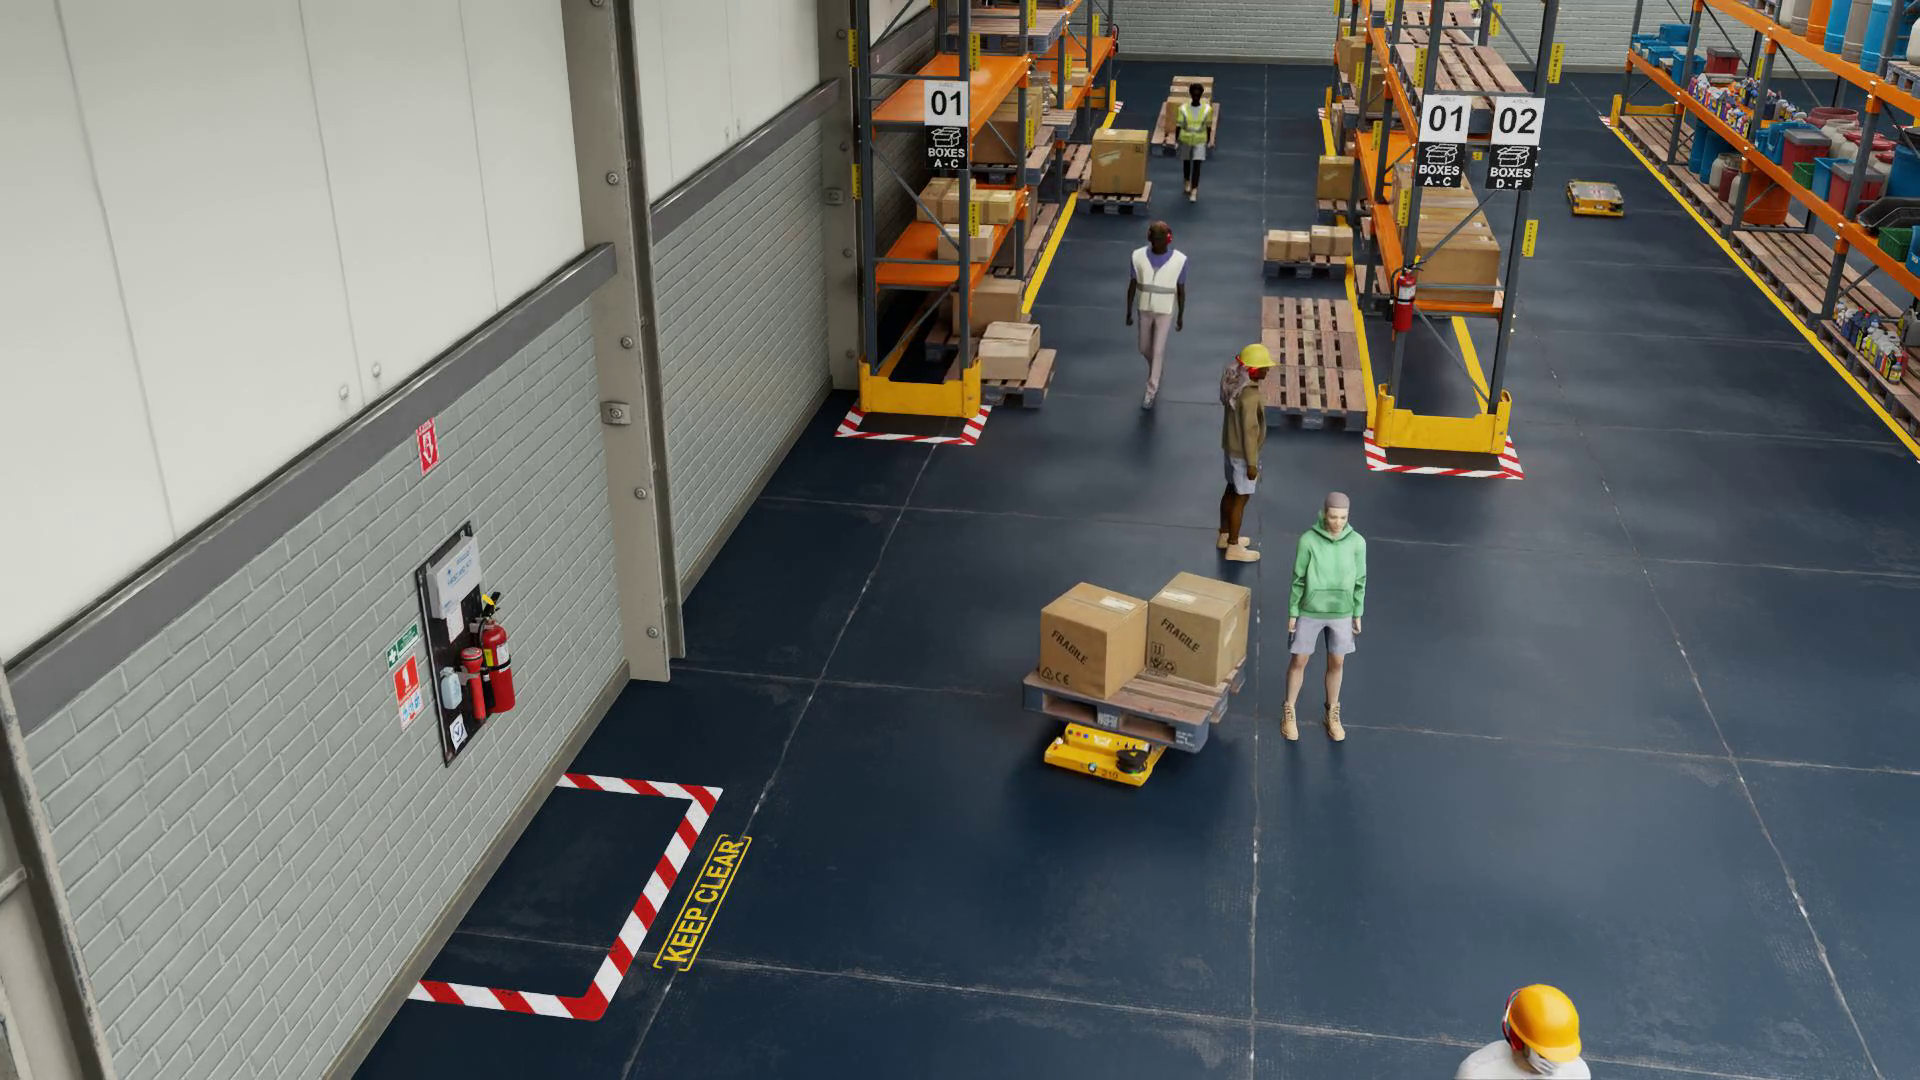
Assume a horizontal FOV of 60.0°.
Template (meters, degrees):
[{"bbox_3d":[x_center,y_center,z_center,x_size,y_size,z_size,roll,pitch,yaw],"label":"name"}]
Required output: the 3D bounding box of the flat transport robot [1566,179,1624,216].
[{"bbox_3d":[9.096,-4.900,23.845,0.659,0.231,1.431,6,26,13],"label":"flat transport robot"}]

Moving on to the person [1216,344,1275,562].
[{"bbox_3d":[2.213,-0.696,13.082,0.410,1.760,0.555,-3,25,-6],"label":"person"}]

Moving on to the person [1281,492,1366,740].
[{"bbox_3d":[2.322,0.482,10.599,0.471,1.735,0.326,1,25,2],"label":"person"}]

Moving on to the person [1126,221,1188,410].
[{"bbox_3d":[1.934,-2.260,16.362,0.574,1.818,0.798,10,27,21],"label":"person"}]

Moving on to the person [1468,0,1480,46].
[{"bbox_3d":[9.744,-9.397,31.793,0.828,1.756,0.524,-4,25,-8],"label":"person"}]

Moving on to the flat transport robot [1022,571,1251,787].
[{"bbox_3d":[1.133,1.127,10.946,0.659,0.231,1.431,12,27,23],"label":"flat transport robot"}]

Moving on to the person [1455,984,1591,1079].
[{"bbox_3d":[2.052,2.431,6.248,0.574,1.889,0.387,-1,25,-2],"label":"person"}]

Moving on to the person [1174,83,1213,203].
[{"bbox_3d":[3.376,-5.792,24.097,0.533,1.658,0.854,4,25,9],"label":"person"}]

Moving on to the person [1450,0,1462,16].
[{"bbox_3d":[9.248,-9.194,31.211,0.990,1.806,0.531,18,31,33],"label":"person"}]
